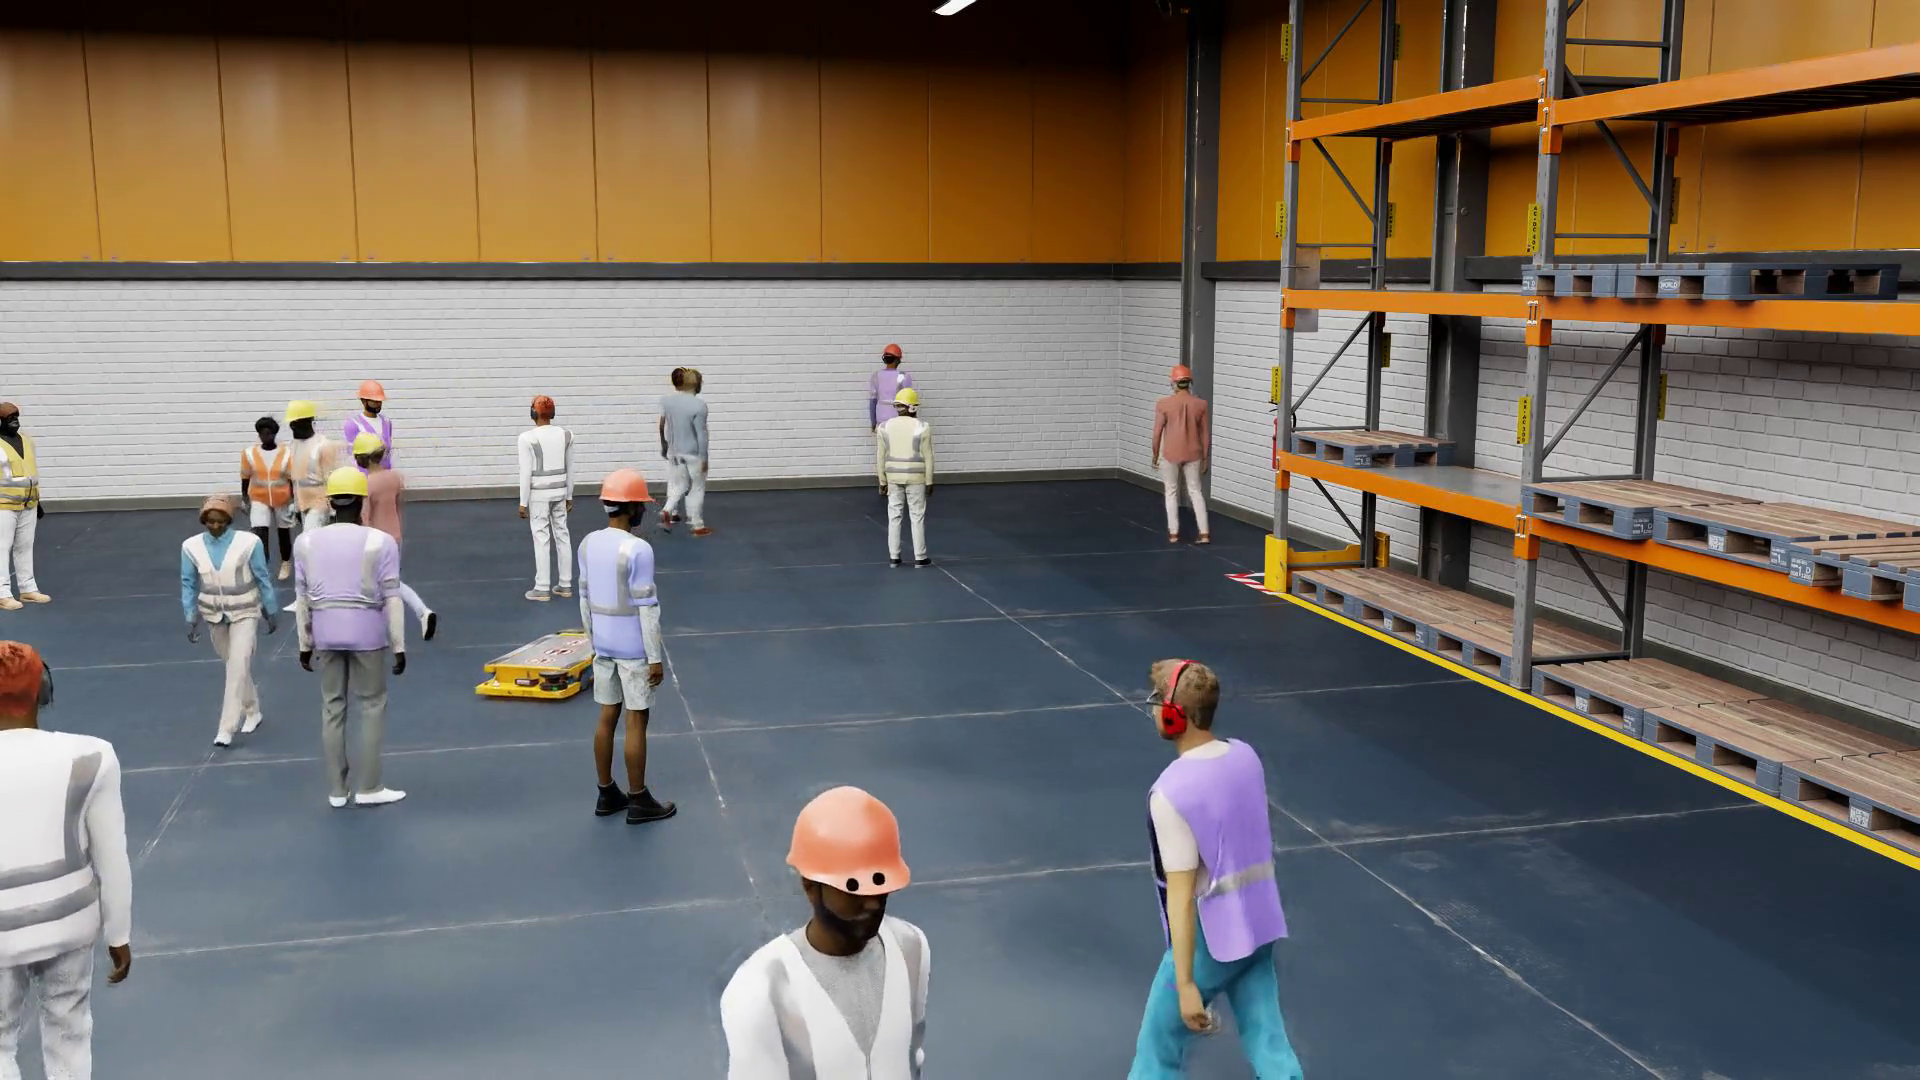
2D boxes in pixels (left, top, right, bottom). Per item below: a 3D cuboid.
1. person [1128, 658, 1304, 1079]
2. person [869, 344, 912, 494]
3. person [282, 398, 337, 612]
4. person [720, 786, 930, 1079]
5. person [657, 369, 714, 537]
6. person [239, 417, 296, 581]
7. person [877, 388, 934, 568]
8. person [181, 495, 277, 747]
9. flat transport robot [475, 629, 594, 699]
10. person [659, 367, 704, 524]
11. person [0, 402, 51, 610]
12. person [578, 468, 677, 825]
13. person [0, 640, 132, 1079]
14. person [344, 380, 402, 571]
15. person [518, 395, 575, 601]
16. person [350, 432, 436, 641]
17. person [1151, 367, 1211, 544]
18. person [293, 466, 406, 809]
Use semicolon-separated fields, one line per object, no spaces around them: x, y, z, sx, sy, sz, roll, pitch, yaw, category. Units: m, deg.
0.782;1.265;5.237;0.948;1.785;0.566;9;13;44;person
-0.914;-1.634;22.520;0.615;2.038;0.395;3;10;18;person
-5.739;-0.340;14.937;0.588;1.892;0.857;7;11;37;person
-0.306;1.451;3.750;0.555;1.900;0.992;-7;11;-36;person
-3.071;-0.963;18.703;0.651;1.925;0.604;8;12;41;person
-6.574;-0.369;15.876;0.541;1.635;0.898;-3;10;-17;person
-0.541;-0.621;16.867;0.588;1.827;0.404;3;9;16;person
-4.631;0.505;10.533;0.522;1.587;0.834;0;9;-1;person
-2.924;0.896;12.234;0.652;0.197;1.431;2;9;12;flat transport robot
-3.342;-1.128;19.895;0.535;1.868;0.309;3;10;18;person
-8.474;-0.312;14.892;0.429;1.844;0.624;2;9;15;person
-1.810;0.573;9.068;0.553;1.934;0.365;7;11;37;person
-2.848;1.242;5.087;0.611;1.869;0.569;-6;11;-33;person
-5.783;-0.610;16.457;0.370;1.933;0.553;5;10;27;person
-3.783;-0.385;15.218;0.355;1.883;0.574;8;12;40;person
-4.519;0.018;13.121;0.617;1.742;0.530;4;10;22;person
2.443;-0.918;18.370;0.668;1.957;0.557;-1;9;-6;person
-3.409;0.544;9.326;0.603;1.913;0.419;0;9;-2;person
